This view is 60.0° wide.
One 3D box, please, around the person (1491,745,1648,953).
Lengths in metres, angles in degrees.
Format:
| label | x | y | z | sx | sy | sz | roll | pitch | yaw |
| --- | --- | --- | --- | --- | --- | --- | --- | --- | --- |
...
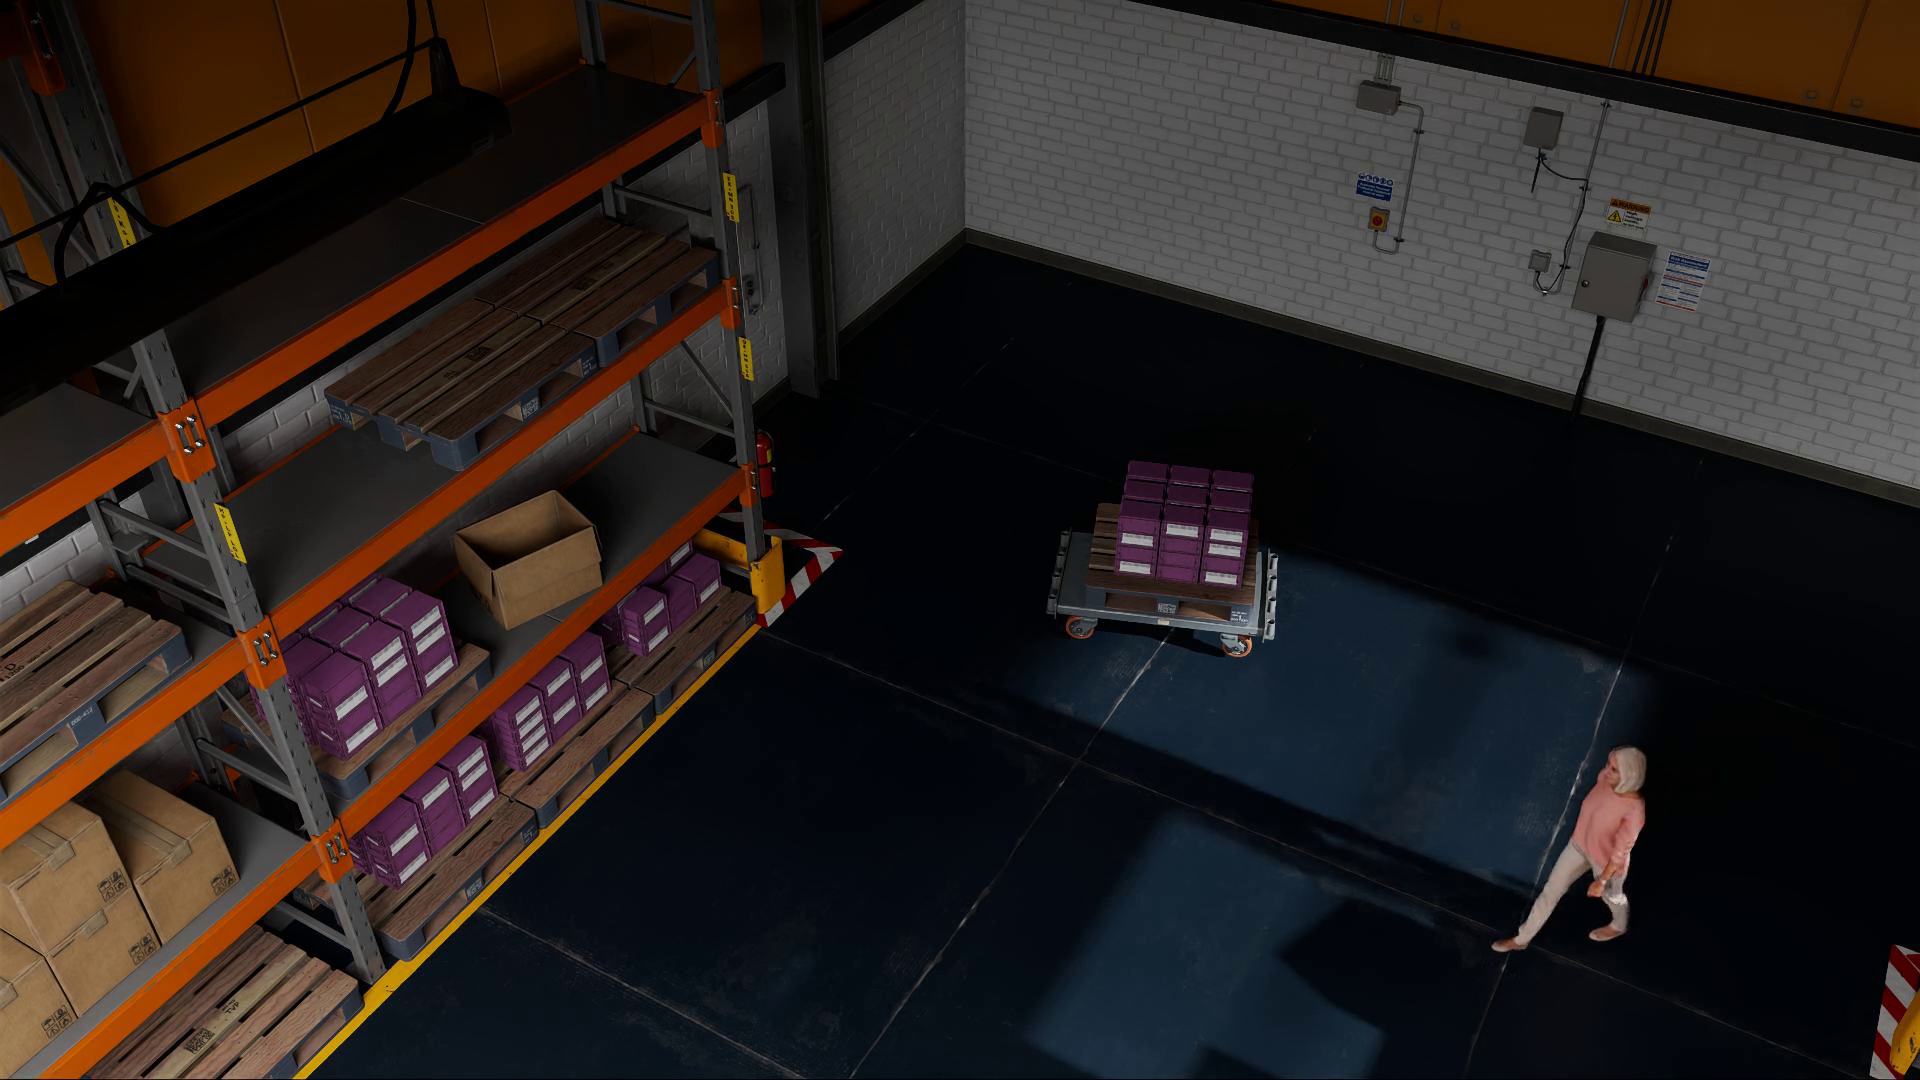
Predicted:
| label | x | y | z | sx | sy | sz | roll | pitch | yaw |
| --- | --- | --- | --- | --- | --- | --- | --- | --- | --- |
| person | 3.784 | 1.822 | 9.636 | 1.151 | 1.676 | 1.103 | -8 | 39 | -10 |
